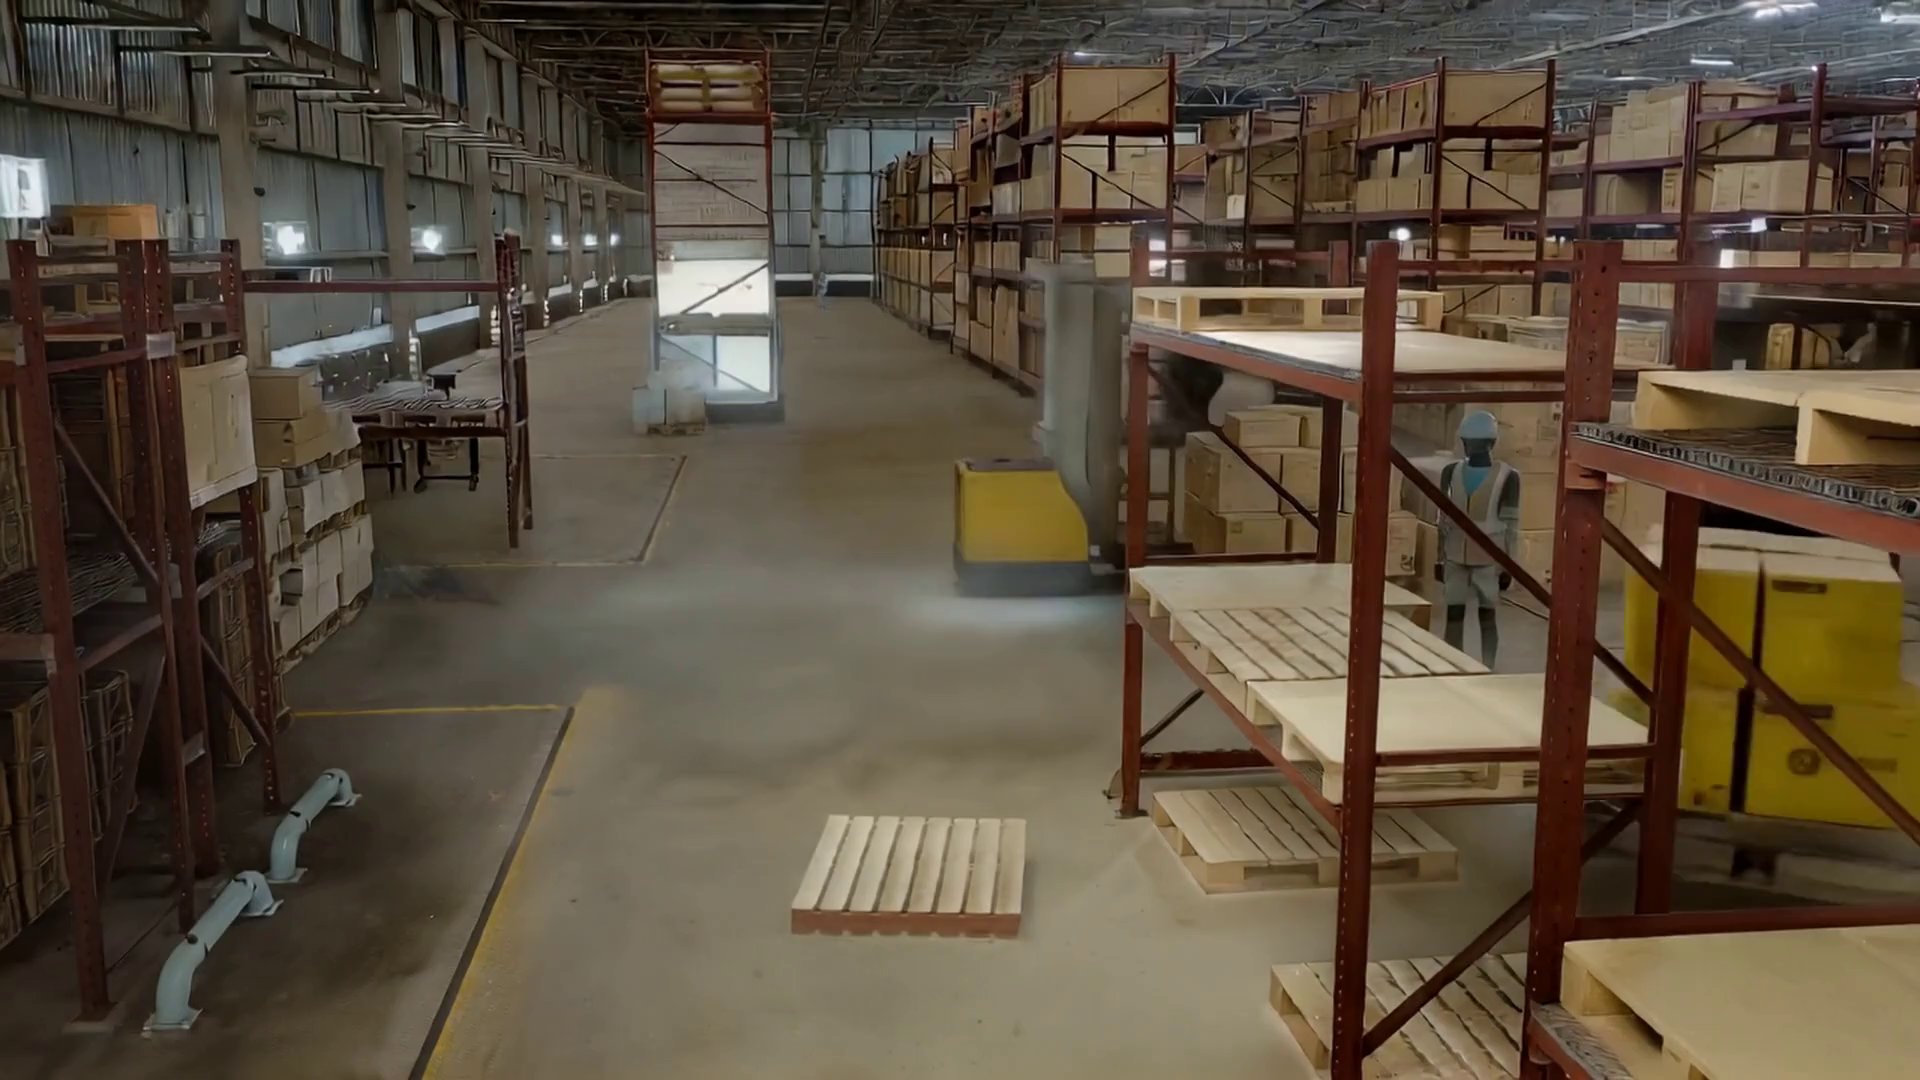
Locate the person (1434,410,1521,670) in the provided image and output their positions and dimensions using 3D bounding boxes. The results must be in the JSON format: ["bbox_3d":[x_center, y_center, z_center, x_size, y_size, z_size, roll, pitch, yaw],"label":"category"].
[{"bbox_3d":[3.364,0.115,10.903,0.542,1.939,0.365,9,14,41],"label":"person"}]

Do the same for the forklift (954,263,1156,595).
[{"bbox_3d":[0.920,-1.002,14.488,1.873,2.768,1.129,-1,10,-6],"label":"forklift"}]

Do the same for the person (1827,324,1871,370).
[{"bbox_3d":[12.810,-2.232,24.110,1.013,1.862,0.603,-10,14,-43],"label":"person"}]

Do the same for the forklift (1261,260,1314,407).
[{"bbox_3d":[5.930,-3.884,30.454,1.129,2.768,1.873,2,10,10],"label":"forklift"}]

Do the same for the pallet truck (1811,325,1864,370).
[{"bbox_3d":[15.846,-3.142,28.793,1.885,1.965,0.823,2,10,12],"label":"pallet truck"}]

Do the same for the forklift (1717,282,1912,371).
[{"bbox_3d":[4.646,-0.066,9.299,1.129,2.768,1.873,5,11,27],"label":"forklift"}]

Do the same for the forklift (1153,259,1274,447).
[{"bbox_3d":[3.636,-2.842,24.682,1.873,2.768,1.129,-2,10,-12],"label":"forklift"}]

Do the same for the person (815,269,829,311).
[{"bbox_3d":[-5.955,-10.824,71.905,0.584,1.803,0.968,-2,11,-13],"label":"person"}]
